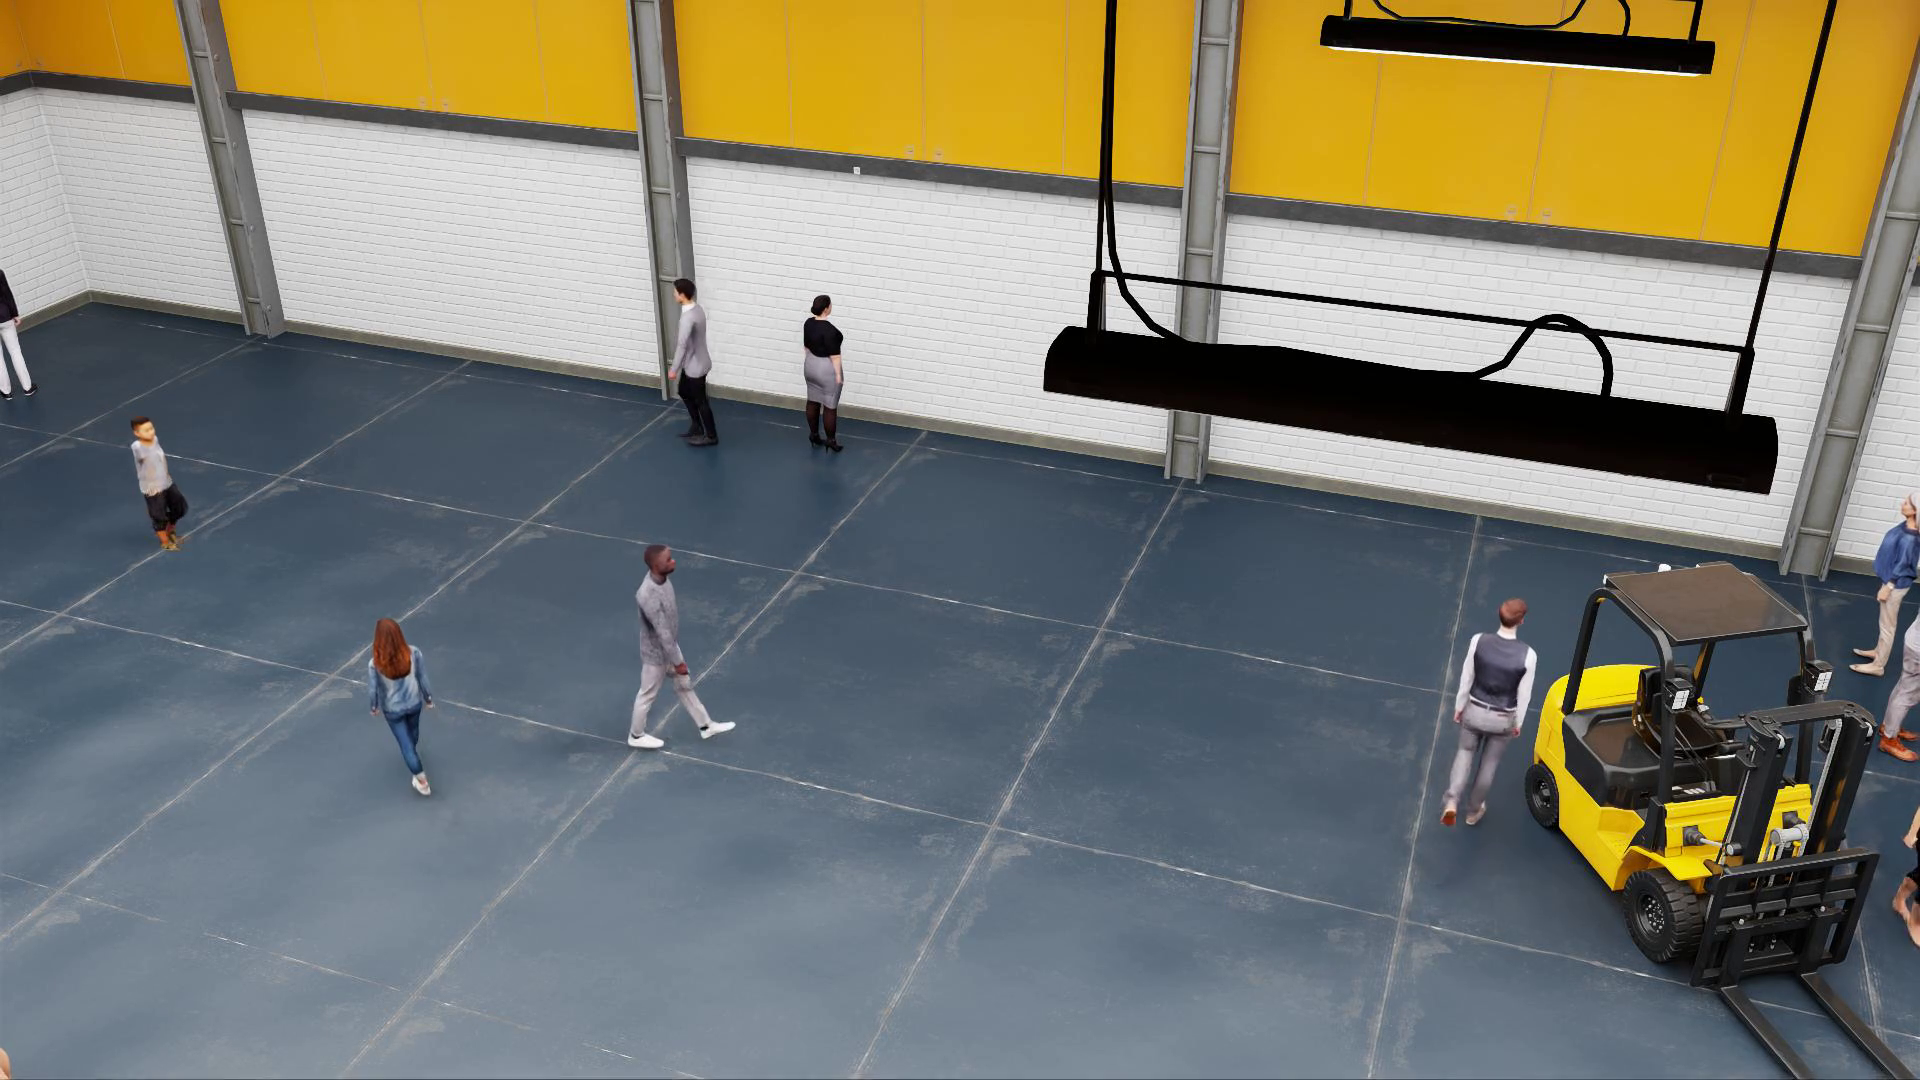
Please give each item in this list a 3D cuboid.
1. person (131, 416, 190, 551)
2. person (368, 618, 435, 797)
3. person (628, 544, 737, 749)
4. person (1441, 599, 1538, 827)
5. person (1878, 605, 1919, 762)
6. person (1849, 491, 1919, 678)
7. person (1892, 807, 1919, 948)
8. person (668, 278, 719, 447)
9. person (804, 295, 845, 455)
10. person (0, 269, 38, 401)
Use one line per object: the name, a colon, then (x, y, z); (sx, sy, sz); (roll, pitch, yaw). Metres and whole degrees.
person: (-7.778, -0.580, 15.961); (0.558, 1.445, 0.560); (10, 30, 18)
person: (-4.181, 1.286, 12.535); (0.902, 1.450, 1.034); (-19, 34, -30)
person: (-2.436, 0.869, 12.936); (1.165, 1.798, 0.888); (2, 29, 4)
person: (3.806, 1.313, 11.998); (0.914, 1.916, 0.841); (15, 32, 26)
person: (7.504, 0.835, 12.962); (0.595, 1.832, 0.715); (14, 32, 24)
person: (7.877, 0.356, 13.983); (0.636, 1.696, 0.662); (17, 33, 29)
person: (6.539, 1.921, 11.206); (0.788, 1.608, 0.832); (-6, 29, -10)
person: (-2.757, -1.881, 17.866); (0.864, 1.904, 0.853); (-1, 29, -2)
person: (-1.476, -1.792, 17.856); (0.708, 1.758, 0.826); (25, 37, 38)
person: (-11.079, -2.515, 19.100); (0.730, 1.836, 0.783); (-13, 31, -23)
